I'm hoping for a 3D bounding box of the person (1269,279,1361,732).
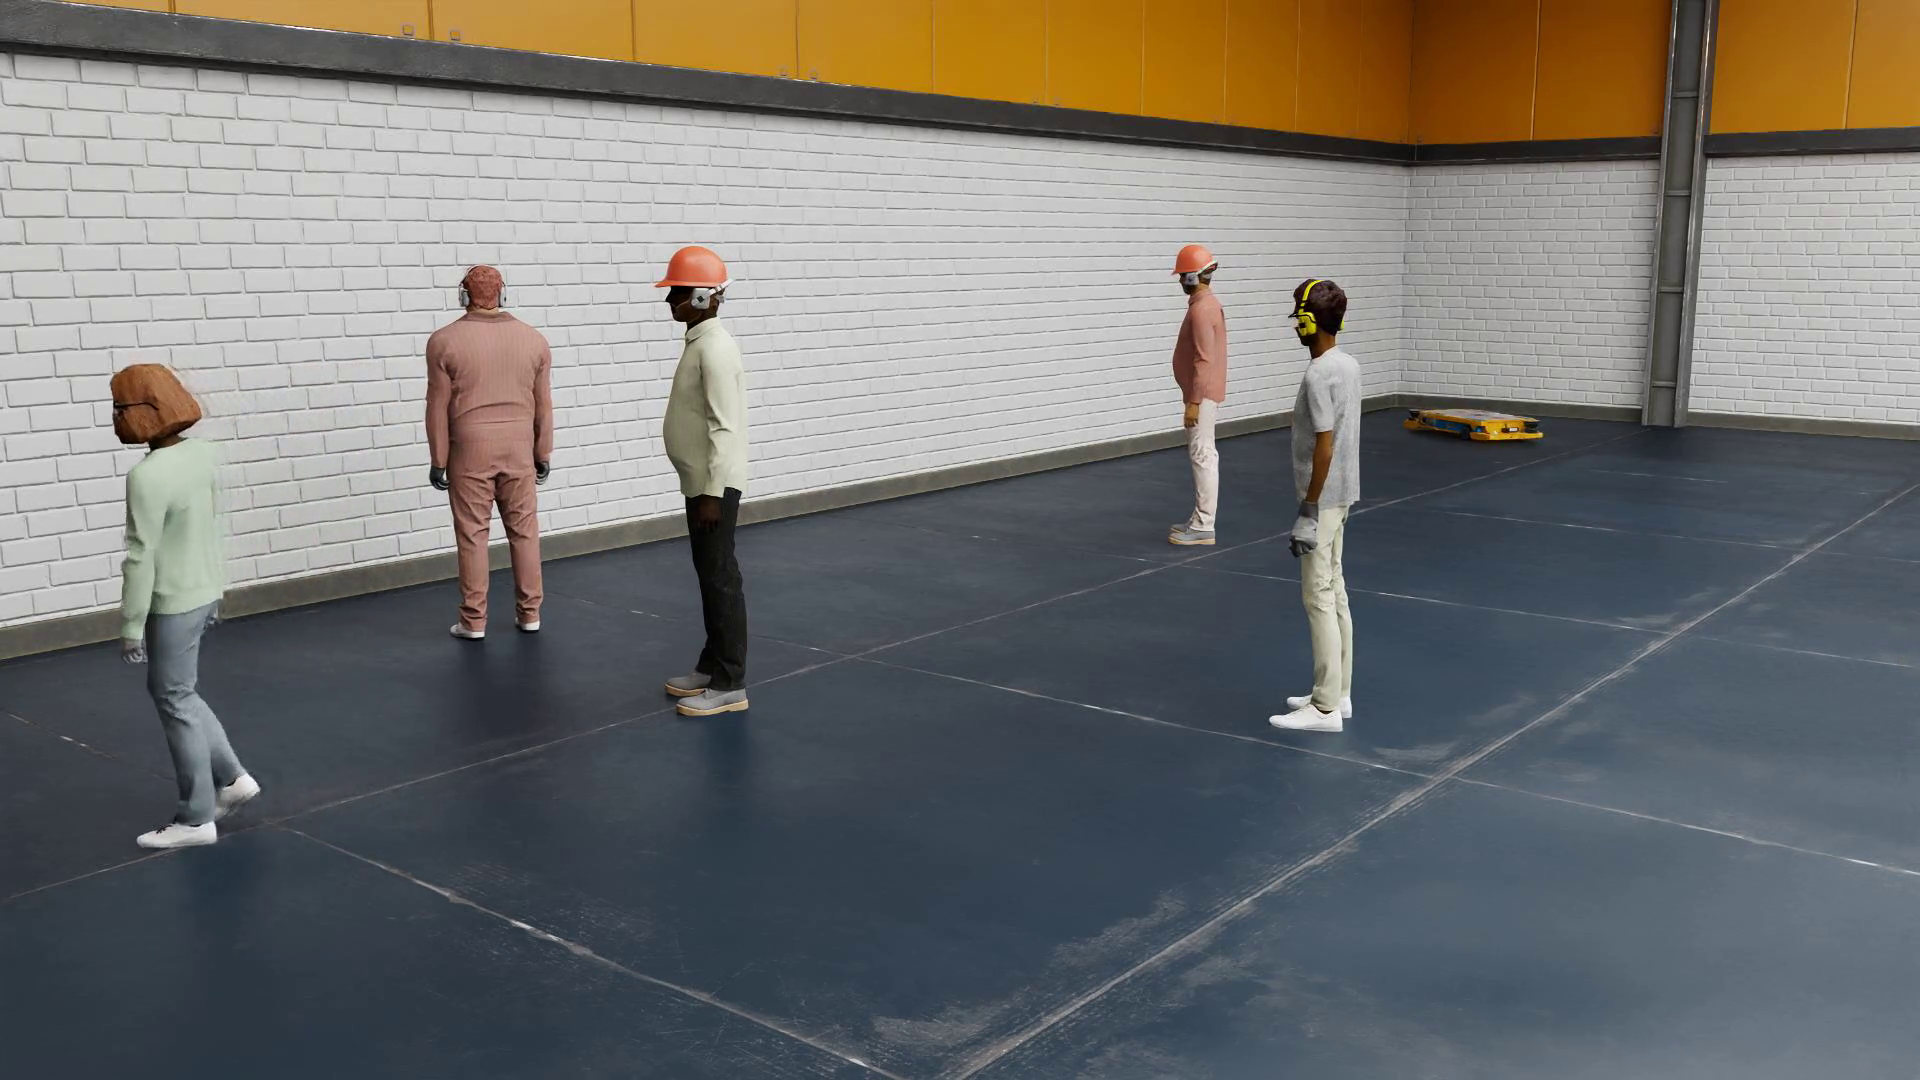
[{"bbox_3d":[1.484,-0.136,6.875,0.314,1.864,0.530,5,11,26],"label":"person"}]

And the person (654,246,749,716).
[{"bbox_3d":[-1.094,-0.251,7.145,0.378,1.995,0.609,-3,11,-15],"label":"person"}]

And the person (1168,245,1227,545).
[{"bbox_3d":[1.579,-0.961,11.101,0.392,1.988,0.609,2,11,13],"label":"person"}]

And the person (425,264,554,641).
[{"bbox_3d":[-2.397,-0.442,8.483,0.646,1.903,0.401,-7,12,-35],"label":"person"}]

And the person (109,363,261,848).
[{"bbox_3d":[-2.610,0.229,5.486,0.327,1.620,0.531,-1,10,-4],"label":"person"}]

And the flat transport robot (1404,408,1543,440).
[{"bbox_3d":[5.299,-1.206,17.220,0.652,0.197,1.431,-4,11,-20],"label":"flat transport robot"}]
